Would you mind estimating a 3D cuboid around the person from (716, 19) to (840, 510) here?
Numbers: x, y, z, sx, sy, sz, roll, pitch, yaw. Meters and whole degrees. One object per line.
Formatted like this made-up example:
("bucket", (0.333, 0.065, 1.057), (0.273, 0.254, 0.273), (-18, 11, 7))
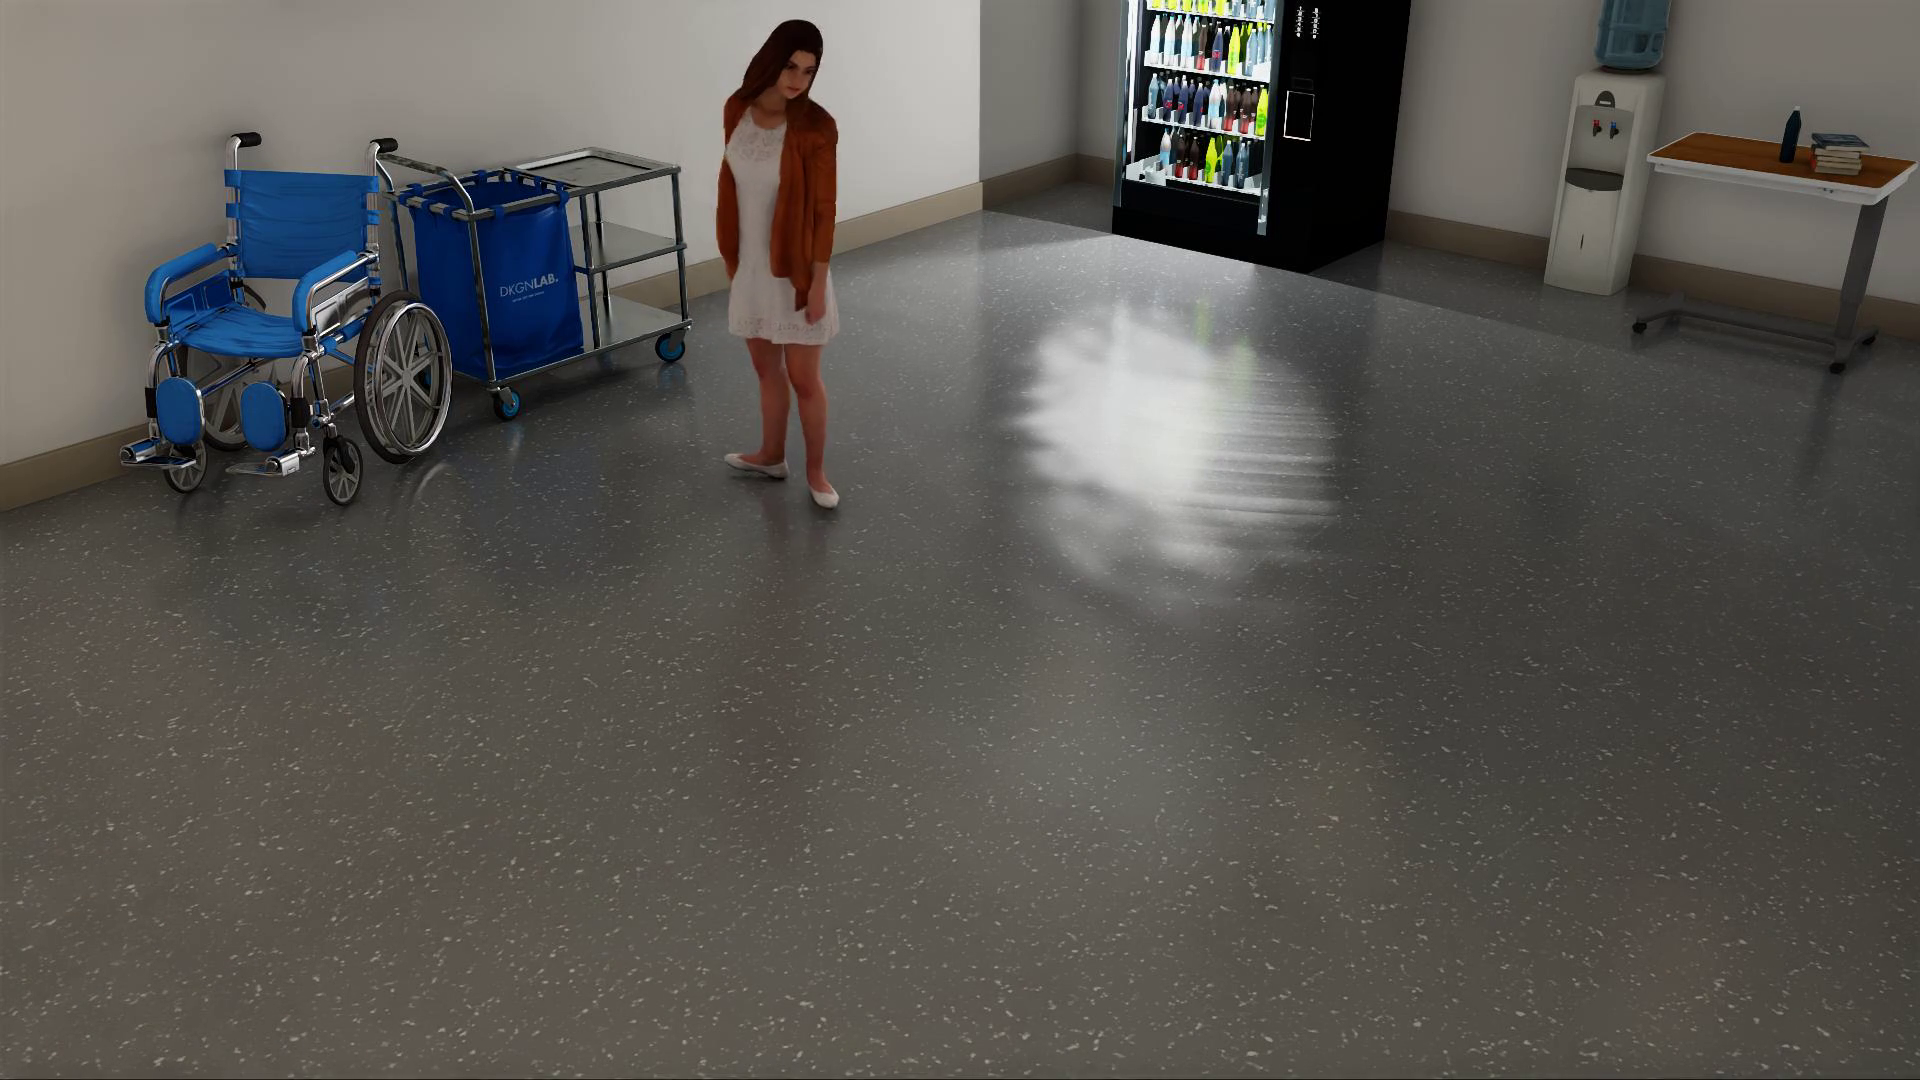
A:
("person", (-0.633, -0.937, 5.673), (0.861, 1.675, 0.556), (-23, 34, -39))
